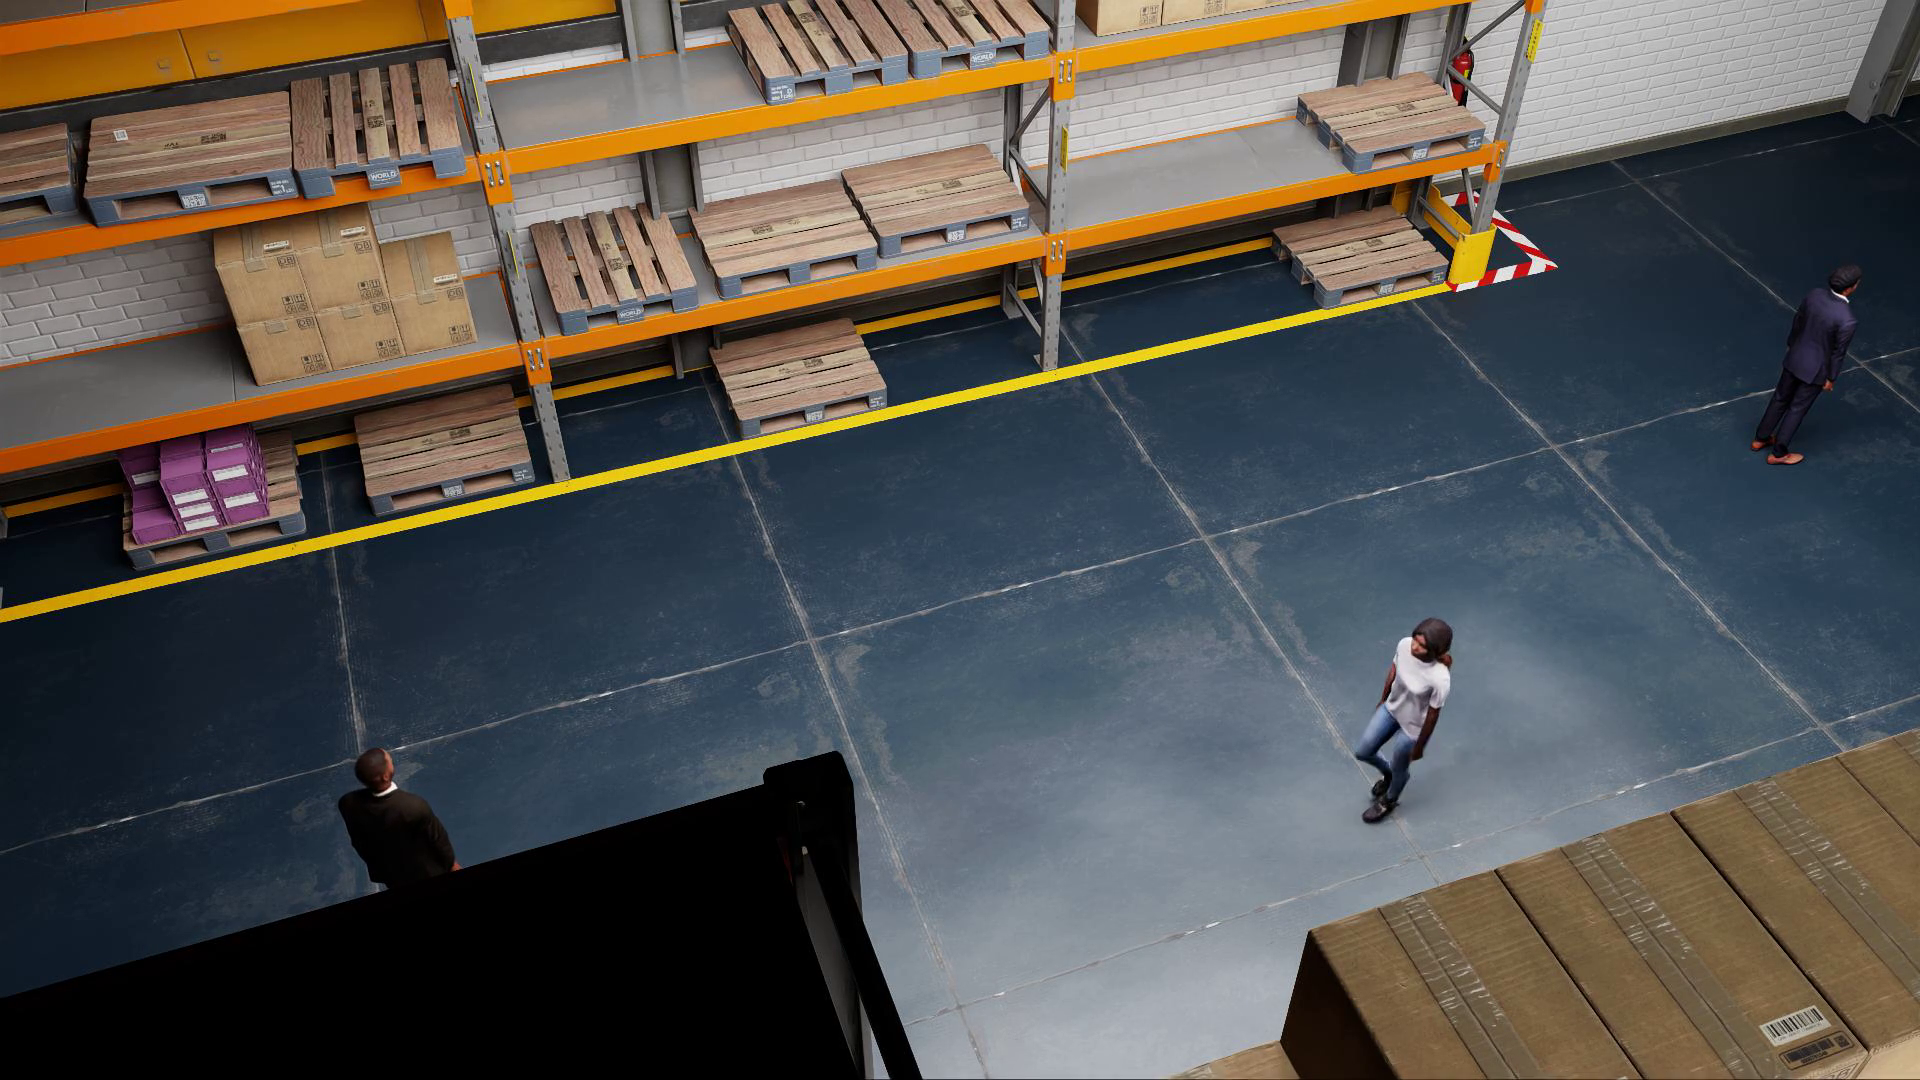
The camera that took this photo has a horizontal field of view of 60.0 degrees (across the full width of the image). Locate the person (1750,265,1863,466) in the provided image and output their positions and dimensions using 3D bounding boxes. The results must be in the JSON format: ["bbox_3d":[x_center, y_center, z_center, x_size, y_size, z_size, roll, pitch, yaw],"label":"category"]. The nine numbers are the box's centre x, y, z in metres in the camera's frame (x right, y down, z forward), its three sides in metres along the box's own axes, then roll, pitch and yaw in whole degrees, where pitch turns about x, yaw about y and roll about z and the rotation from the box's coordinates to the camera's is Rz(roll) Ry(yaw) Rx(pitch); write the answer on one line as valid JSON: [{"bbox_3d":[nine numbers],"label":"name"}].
[{"bbox_3d":[6.253,-1.298,12.265,0.514,1.727,0.631,-15,46,-15],"label":"person"}]

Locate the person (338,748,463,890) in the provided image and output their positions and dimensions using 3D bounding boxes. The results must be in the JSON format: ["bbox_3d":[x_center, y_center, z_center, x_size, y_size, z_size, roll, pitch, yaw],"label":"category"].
[{"bbox_3d":[-2.973,1.756,9.004,0.645,1.802,0.794,2,44,2],"label":"person"}]

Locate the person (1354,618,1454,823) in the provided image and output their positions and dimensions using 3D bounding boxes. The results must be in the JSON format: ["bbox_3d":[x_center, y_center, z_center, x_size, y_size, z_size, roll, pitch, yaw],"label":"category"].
[{"bbox_3d":[2.690,1.044,9.813,0.689,1.717,0.651,-20,47,-19],"label":"person"}]
